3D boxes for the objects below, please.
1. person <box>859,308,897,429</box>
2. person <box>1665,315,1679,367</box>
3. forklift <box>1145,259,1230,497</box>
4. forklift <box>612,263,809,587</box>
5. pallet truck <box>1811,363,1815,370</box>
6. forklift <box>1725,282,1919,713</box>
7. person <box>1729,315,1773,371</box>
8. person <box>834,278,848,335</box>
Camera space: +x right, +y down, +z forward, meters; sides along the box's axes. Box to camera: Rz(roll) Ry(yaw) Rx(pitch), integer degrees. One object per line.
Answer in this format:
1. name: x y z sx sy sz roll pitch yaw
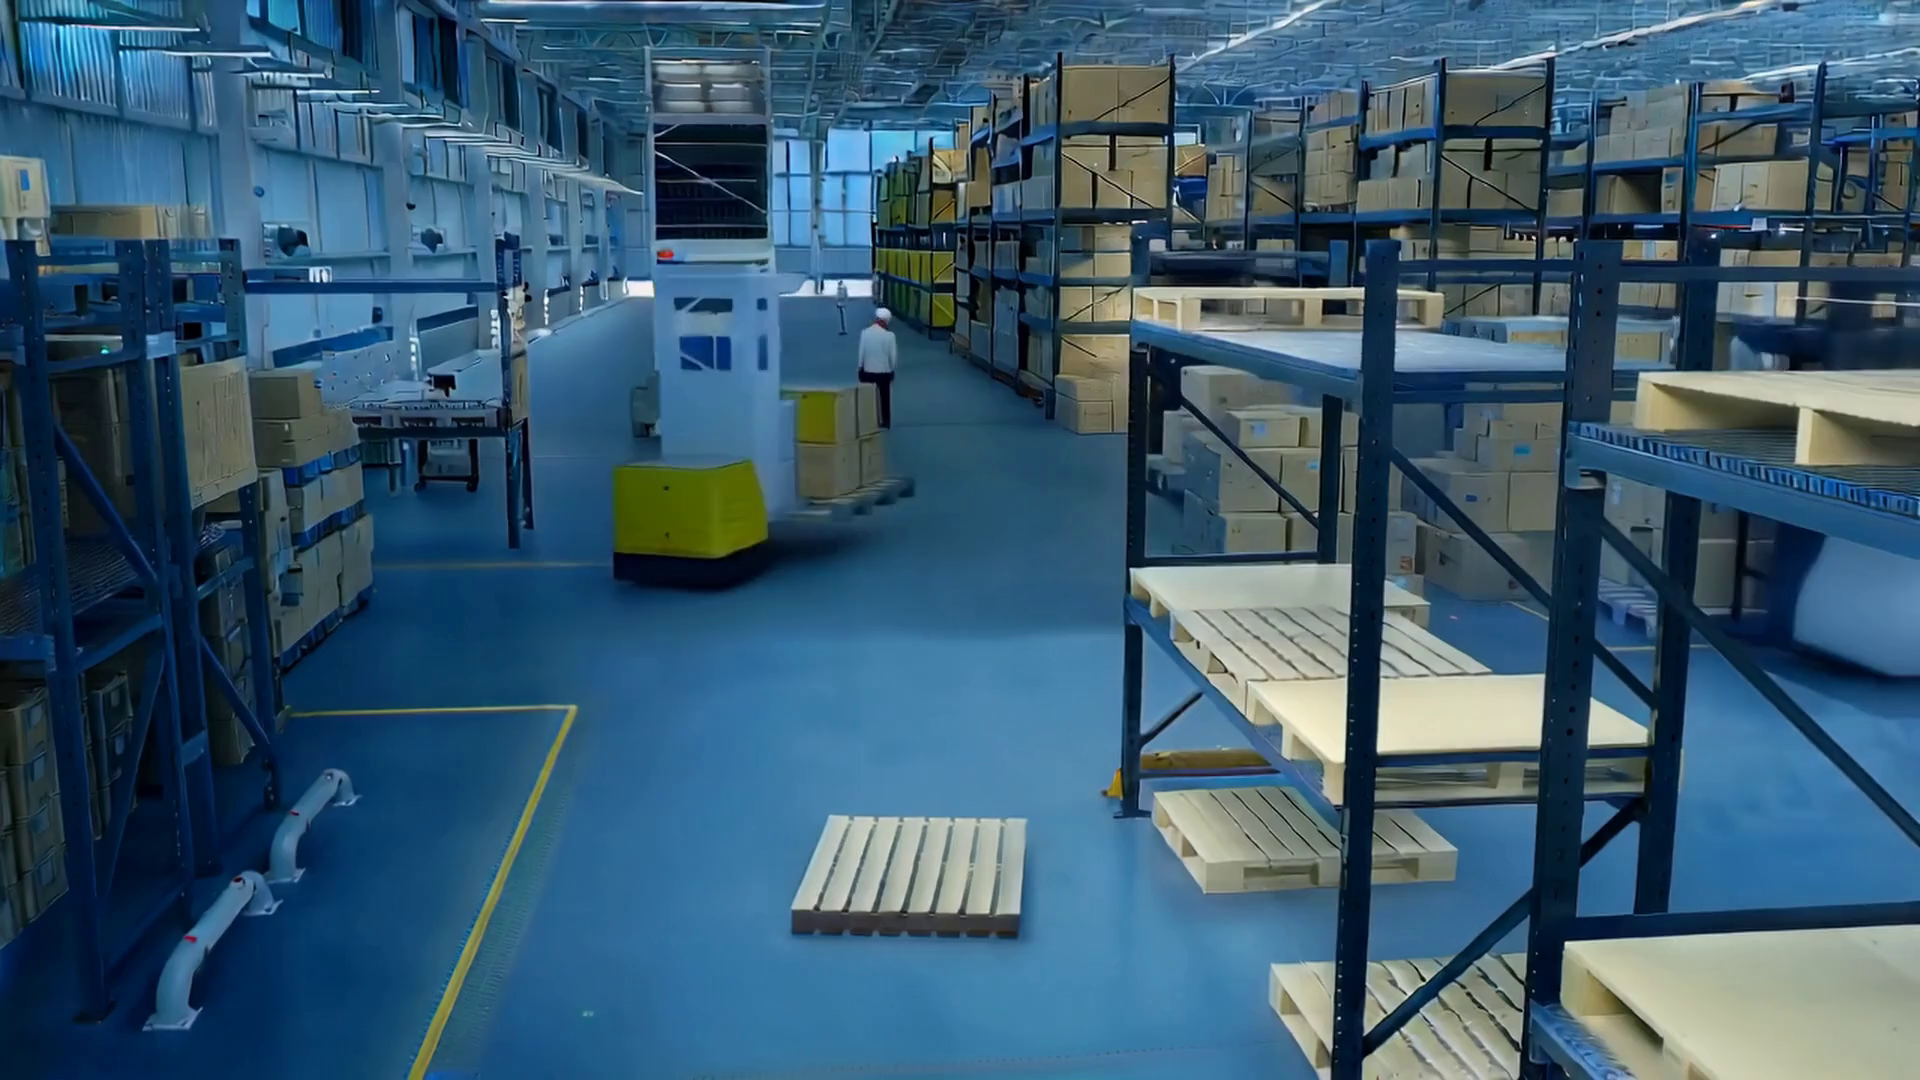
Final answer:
1. person: -1.317 -2.729 26.652 0.638 1.954 0.462 -2 11 -13
2. person: 13.771 -3.608 31.526 0.637 1.939 0.705 -2 10 -9
3. forklift: 2.754 -2.037 20.219 1.129 2.768 1.873 -1 10 -6
4. forklift: -2.278 -1.103 15.048 1.129 2.768 1.873 3 11 18
5. pallet truck: 15.846 -3.142 28.793 1.885 1.965 0.823 2 10 12
6. forklift: 6.250 -0.406 11.185 1.129 2.768 1.873 -1 10 -6
7. person: 12.173 -2.486 25.435 0.997 1.887 0.661 -3 11 -17
8. person: -3.843 -7.523 53.541 0.429 1.836 0.633 2 10 10
